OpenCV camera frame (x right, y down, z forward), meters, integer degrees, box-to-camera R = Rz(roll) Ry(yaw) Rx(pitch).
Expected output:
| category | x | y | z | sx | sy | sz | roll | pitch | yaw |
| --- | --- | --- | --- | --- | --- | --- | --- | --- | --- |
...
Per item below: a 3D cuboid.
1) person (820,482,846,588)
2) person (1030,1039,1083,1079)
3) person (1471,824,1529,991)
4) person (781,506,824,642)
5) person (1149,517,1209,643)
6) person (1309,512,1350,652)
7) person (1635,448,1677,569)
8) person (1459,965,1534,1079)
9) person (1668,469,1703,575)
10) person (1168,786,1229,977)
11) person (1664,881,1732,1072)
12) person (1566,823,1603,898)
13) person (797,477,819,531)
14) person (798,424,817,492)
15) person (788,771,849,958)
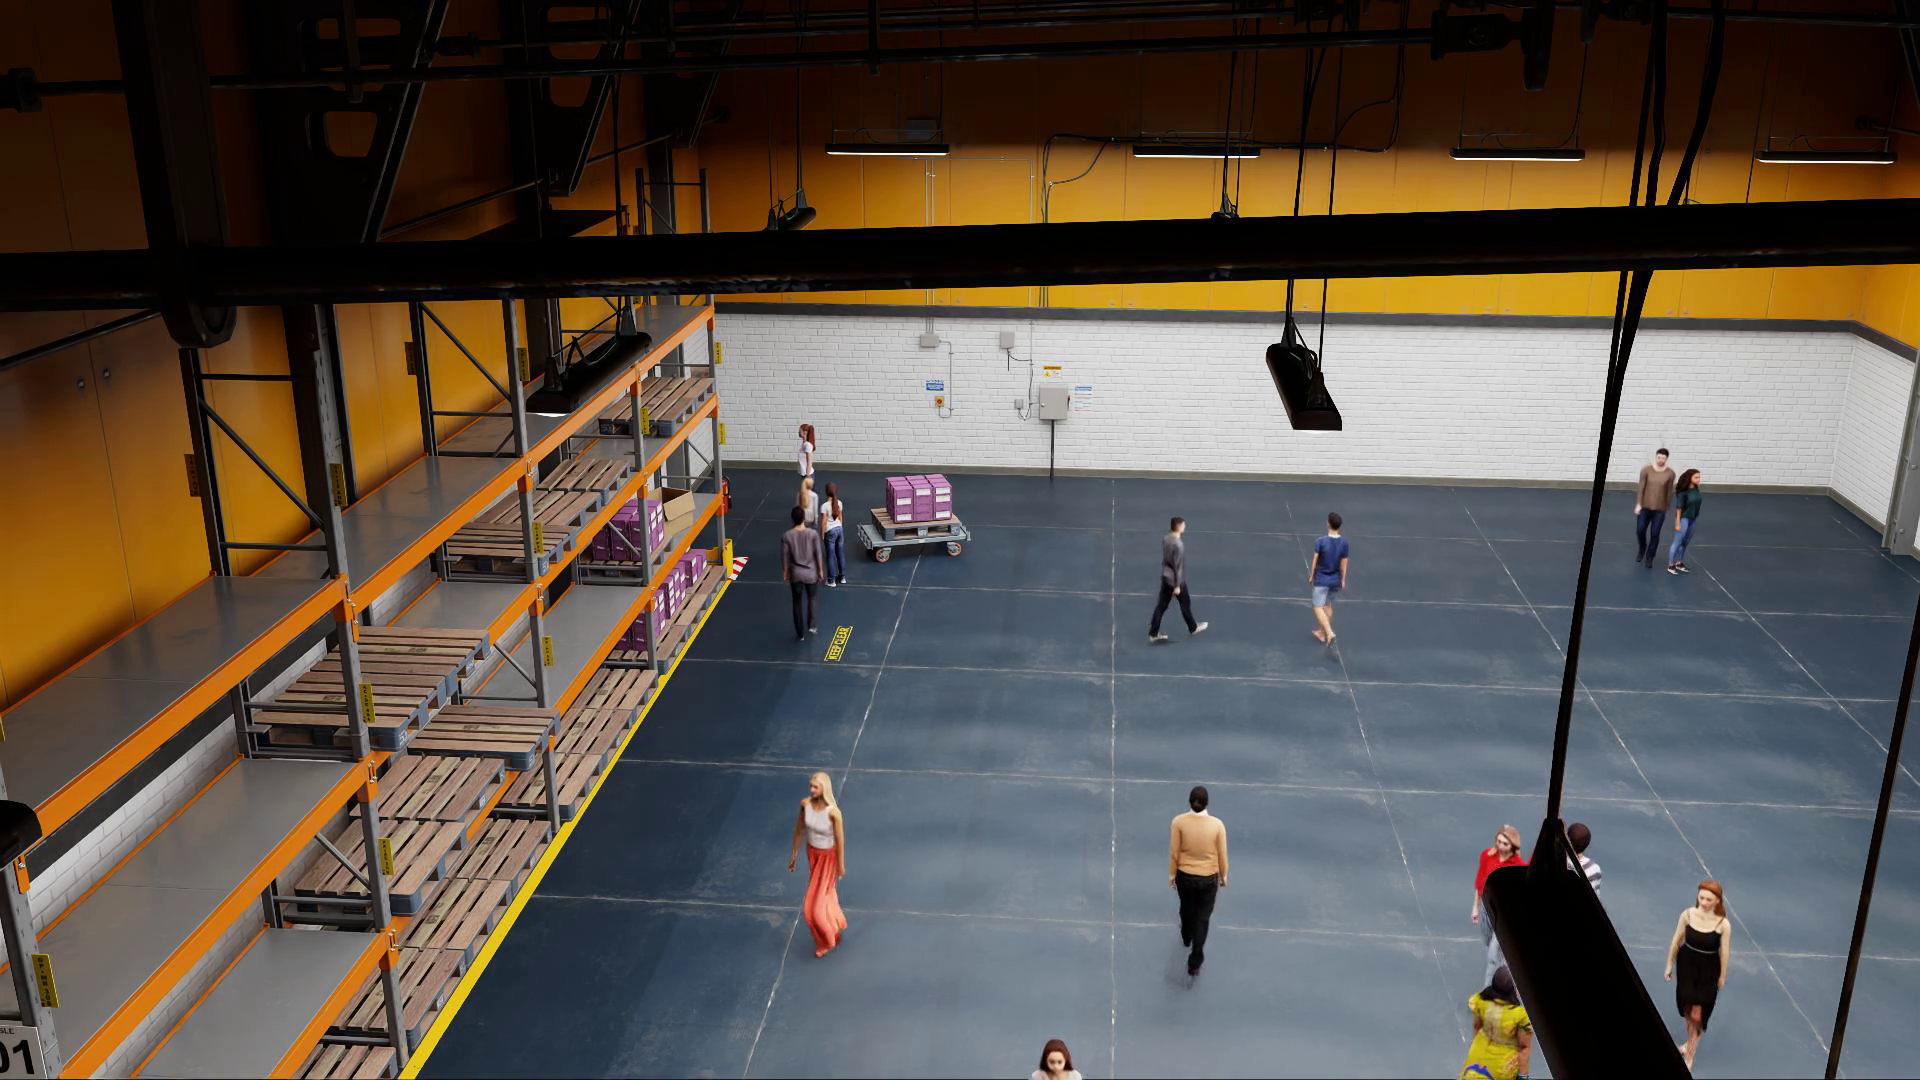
| category | x | y | z | sx | sy | sz | roll | pitch | yaw |
| --- | --- | --- | --- | --- | --- | --- | --- | --- | --- |
| person | -1.867 | -0.101 | 24.454 | 0.635 | 1.562 | 0.692 | -14 | 23 | -37 |
| person | 0.687 | 4.170 | 11.908 | 0.582 | 1.475 | 0.529 | 0 | 19 | 1 |
| person | 4.706 | 3.208 | 14.432 | 1.121 | 1.687 | 1.024 | -18 | 25 | -42 |
| person | -2.110 | 0.475 | 22.310 | 0.769 | 1.838 | 0.728 | -2 | 19 | -6 |
| person | 2.776 | 0.566 | 22.231 | 1.071 | 1.717 | 1.140 | -9 | 21 | -25 |
| person | 4.898 | 0.571 | 22.044 | 0.817 | 1.828 | 1.090 | -3 | 19 | -10 |
| person | 10.507 | -0.512 | 25.185 | 0.759 | 1.875 | 0.770 | 8 | 20 | 23 |
| person | 3.938 | 3.945 | 12.348 | 1.282 | 1.621 | 1.416 | 17 | 25 | 41 |
| person | 10.887 | -0.297 | 24.951 | 0.712 | 1.615 | 0.753 | -10 | 21 | -28 |
| person | 2.103 | 3.053 | 14.831 | 0.814 | 1.727 | 1.215 | 5 | 19 | 15 |
| person | 6.098 | 3.507 | 13.675 | 0.801 | 1.603 | 0.894 | 15 | 24 | 38 |
| person | 5.124 | 3.310 | 13.923 | 0.829 | 1.819 | 0.937 | -6 | 19 | -16 |
| person | -2.369 | -0.331 | 25.626 | 0.542 | 1.250 | 0.892 | 2 | 19 | 6 |
| person | -2.454 | -1.043 | 26.973 | 0.652 | 1.739 | 0.499 | -1 | 19 | -2 |
| person | -1.197 | 2.905 | 15.176 | 0.871 | 1.787 | 0.959 | 15 | 24 | 38 |
